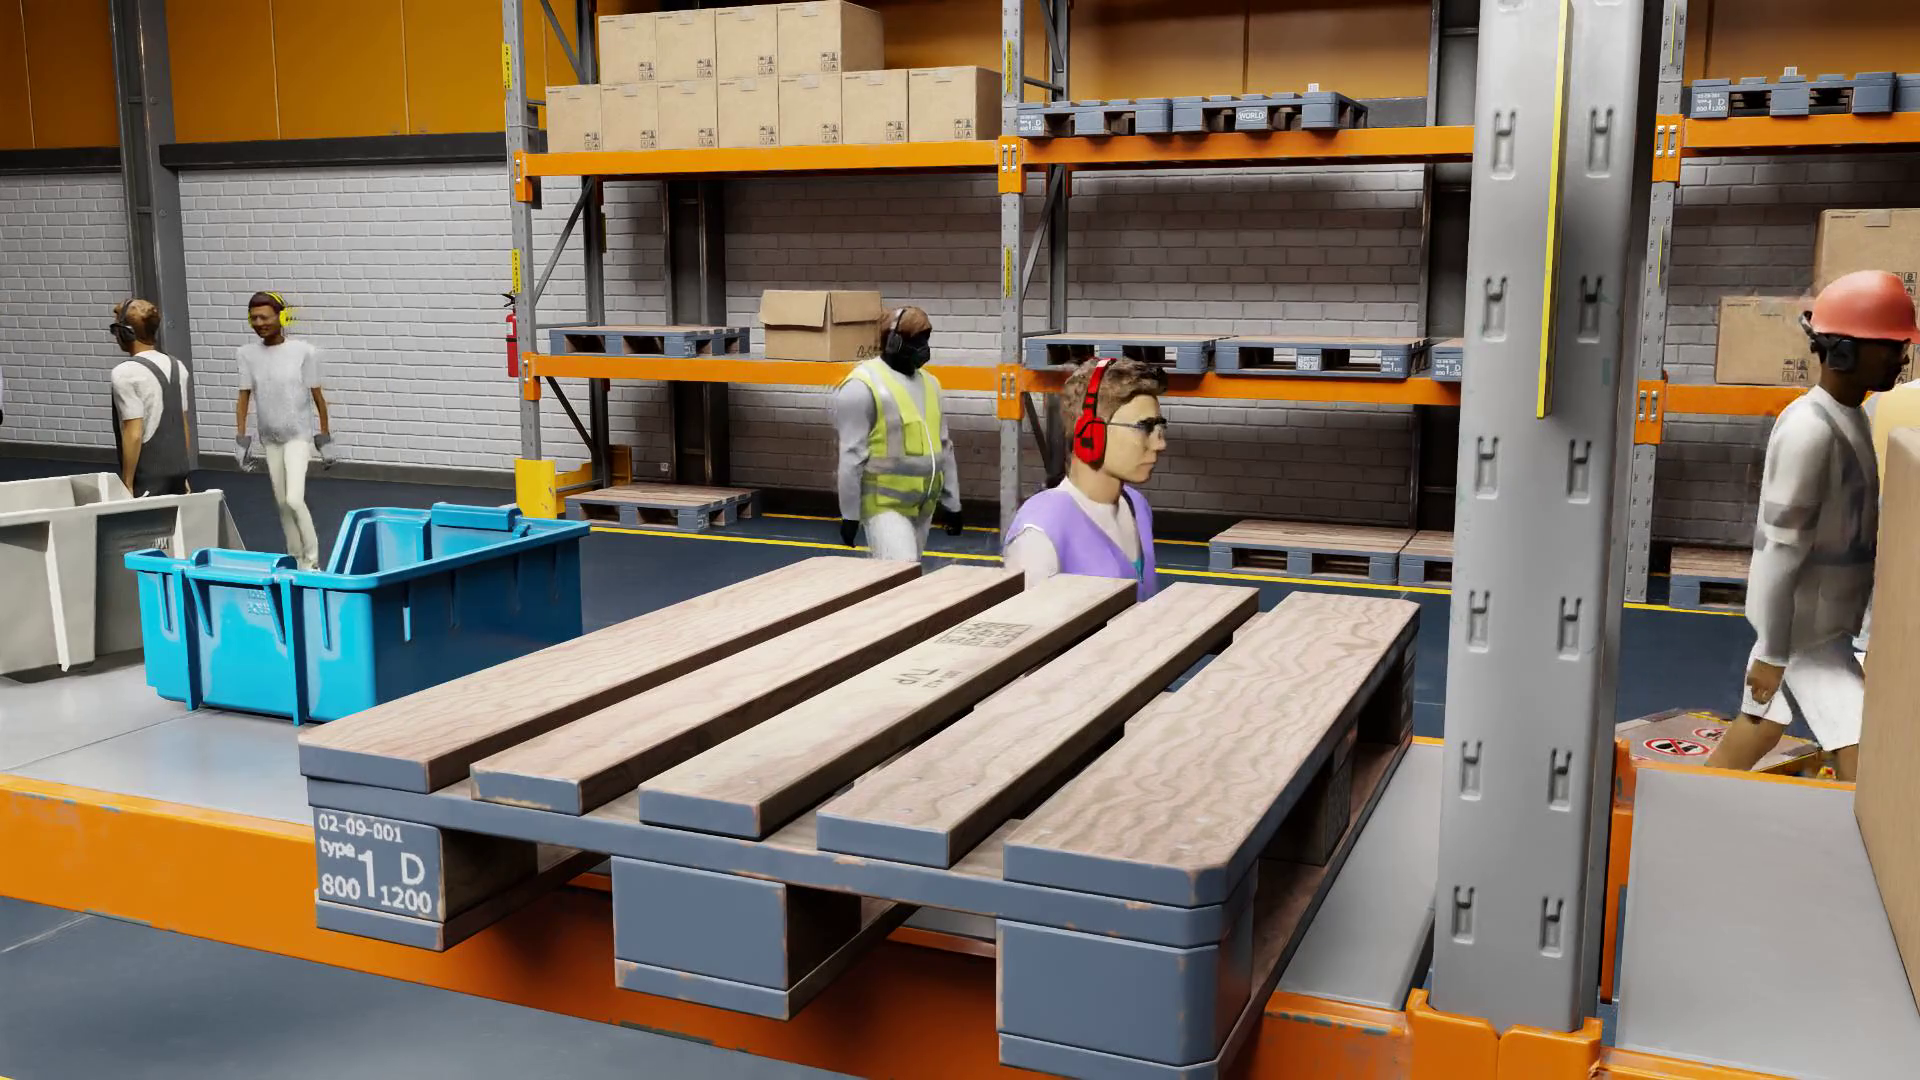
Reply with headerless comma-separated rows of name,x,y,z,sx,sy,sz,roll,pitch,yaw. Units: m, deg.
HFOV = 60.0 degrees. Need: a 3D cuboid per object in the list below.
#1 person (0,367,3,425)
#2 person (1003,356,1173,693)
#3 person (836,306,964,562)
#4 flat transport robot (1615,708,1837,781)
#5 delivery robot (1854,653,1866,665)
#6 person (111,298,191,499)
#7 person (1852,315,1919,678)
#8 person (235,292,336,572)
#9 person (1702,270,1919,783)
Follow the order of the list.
person,-7.658,-1.010,12.721,0.621,1.845,0.430,-4,10,-24
person,0.366,0.515,3.637,0.776,1.815,0.577,4,10,21
person,-0.173,-0.136,7.543,0.759,1.817,0.658,7,12,34
flat transport robot,2.602,0.872,6.142,1.431,0.197,0.652,-7,11,-34
delivery robot,3.963,0.582,6.748,0.707,0.478,0.477,0,10,-3
person,-4.117,-0.307,8.494,0.327,1.843,0.514,2,10,9
person,3.388,0.095,5.835,0.377,1.928,0.551,-3,10,-18
person,-4.137,-0.583,10.156,0.529,1.842,0.603,1,10,5
person,2.573,0.232,4.815,1.030,1.986,0.636,6,11,32
